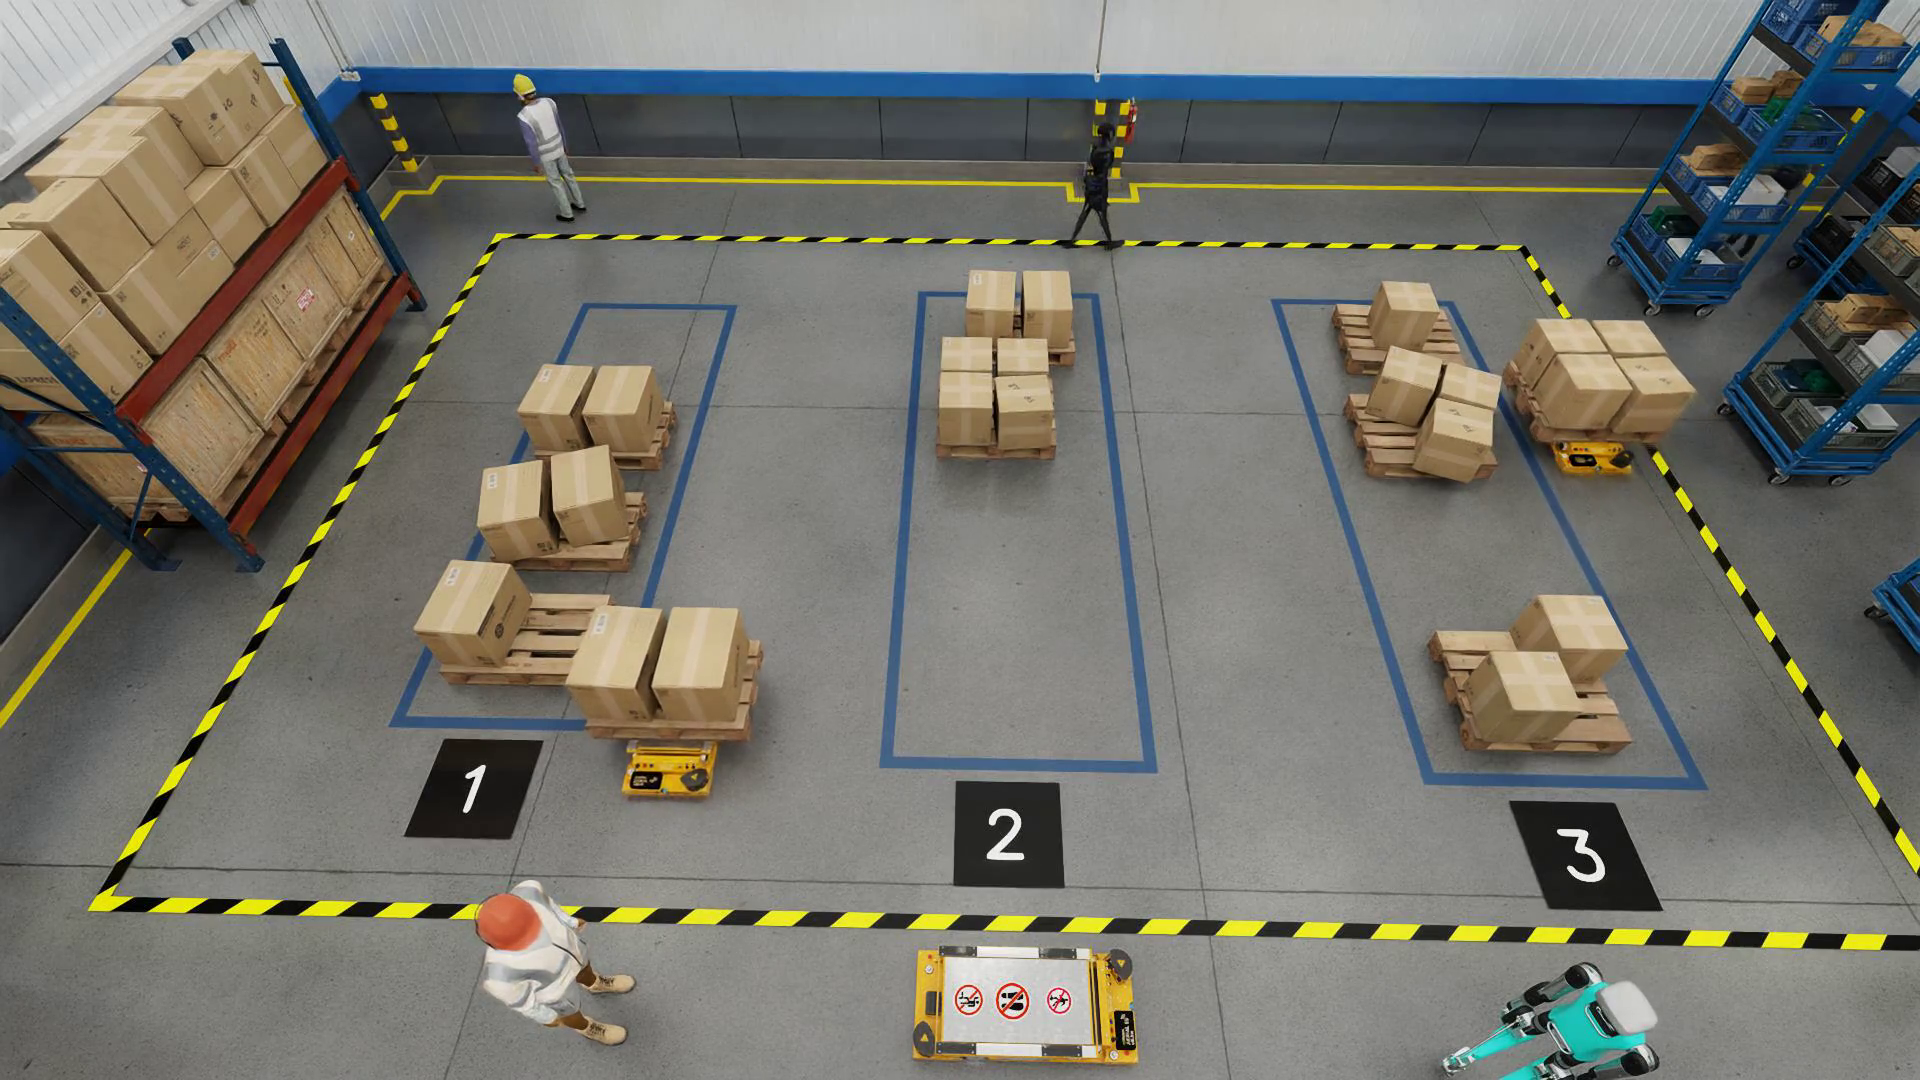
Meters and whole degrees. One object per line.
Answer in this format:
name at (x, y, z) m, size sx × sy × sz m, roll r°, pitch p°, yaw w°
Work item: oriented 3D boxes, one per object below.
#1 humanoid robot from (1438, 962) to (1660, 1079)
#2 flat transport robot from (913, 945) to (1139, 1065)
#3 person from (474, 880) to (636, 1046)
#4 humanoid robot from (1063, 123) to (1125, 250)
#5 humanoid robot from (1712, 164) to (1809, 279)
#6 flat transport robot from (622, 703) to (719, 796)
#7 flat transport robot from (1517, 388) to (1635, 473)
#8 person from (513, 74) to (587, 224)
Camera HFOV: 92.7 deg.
humanoid robot at (3.108, 2.870, 5.110) m, size 0.735 × 1.681 × 0.533 m, roll -12°, pitch 52°, yaw -10°
flat transport robot at (0.422, 3.041, 6.007) m, size 1.431 × 0.231 × 0.659 m, roll 1°, pitch 51°, yaw 1°
person at (-2.323, 2.474, 5.329) m, size 0.387 × 2.036 × 0.613 m, roll -1°, pitch 51°, yaw -1°
humanoid robot at (1.692, -4.256, 11.075) m, size 0.764 × 1.627 × 0.595 m, roll -7°, pitch 51°, yaw -6°
humanoid robot at (9.388, -3.926, 10.791) m, size 0.600 × 1.640 × 0.670 m, roll -22°, pitch 54°, yaw -17°
flat transport robot at (-2.227, 1.339, 7.376) m, size 0.652 × 0.197 × 1.431 m, roll 1°, pitch 51°, yaw 1°
flat transport robot at (6.345, -1.277, 9.509) m, size 0.652 × 0.197 × 1.431 m, roll 1°, pitch 51°, yaw 1°
person at (-5.142, -4.856, 11.435) m, size 0.403 × 1.829 × 0.599 m, roll 20°, pitch 53°, yaw 15°
